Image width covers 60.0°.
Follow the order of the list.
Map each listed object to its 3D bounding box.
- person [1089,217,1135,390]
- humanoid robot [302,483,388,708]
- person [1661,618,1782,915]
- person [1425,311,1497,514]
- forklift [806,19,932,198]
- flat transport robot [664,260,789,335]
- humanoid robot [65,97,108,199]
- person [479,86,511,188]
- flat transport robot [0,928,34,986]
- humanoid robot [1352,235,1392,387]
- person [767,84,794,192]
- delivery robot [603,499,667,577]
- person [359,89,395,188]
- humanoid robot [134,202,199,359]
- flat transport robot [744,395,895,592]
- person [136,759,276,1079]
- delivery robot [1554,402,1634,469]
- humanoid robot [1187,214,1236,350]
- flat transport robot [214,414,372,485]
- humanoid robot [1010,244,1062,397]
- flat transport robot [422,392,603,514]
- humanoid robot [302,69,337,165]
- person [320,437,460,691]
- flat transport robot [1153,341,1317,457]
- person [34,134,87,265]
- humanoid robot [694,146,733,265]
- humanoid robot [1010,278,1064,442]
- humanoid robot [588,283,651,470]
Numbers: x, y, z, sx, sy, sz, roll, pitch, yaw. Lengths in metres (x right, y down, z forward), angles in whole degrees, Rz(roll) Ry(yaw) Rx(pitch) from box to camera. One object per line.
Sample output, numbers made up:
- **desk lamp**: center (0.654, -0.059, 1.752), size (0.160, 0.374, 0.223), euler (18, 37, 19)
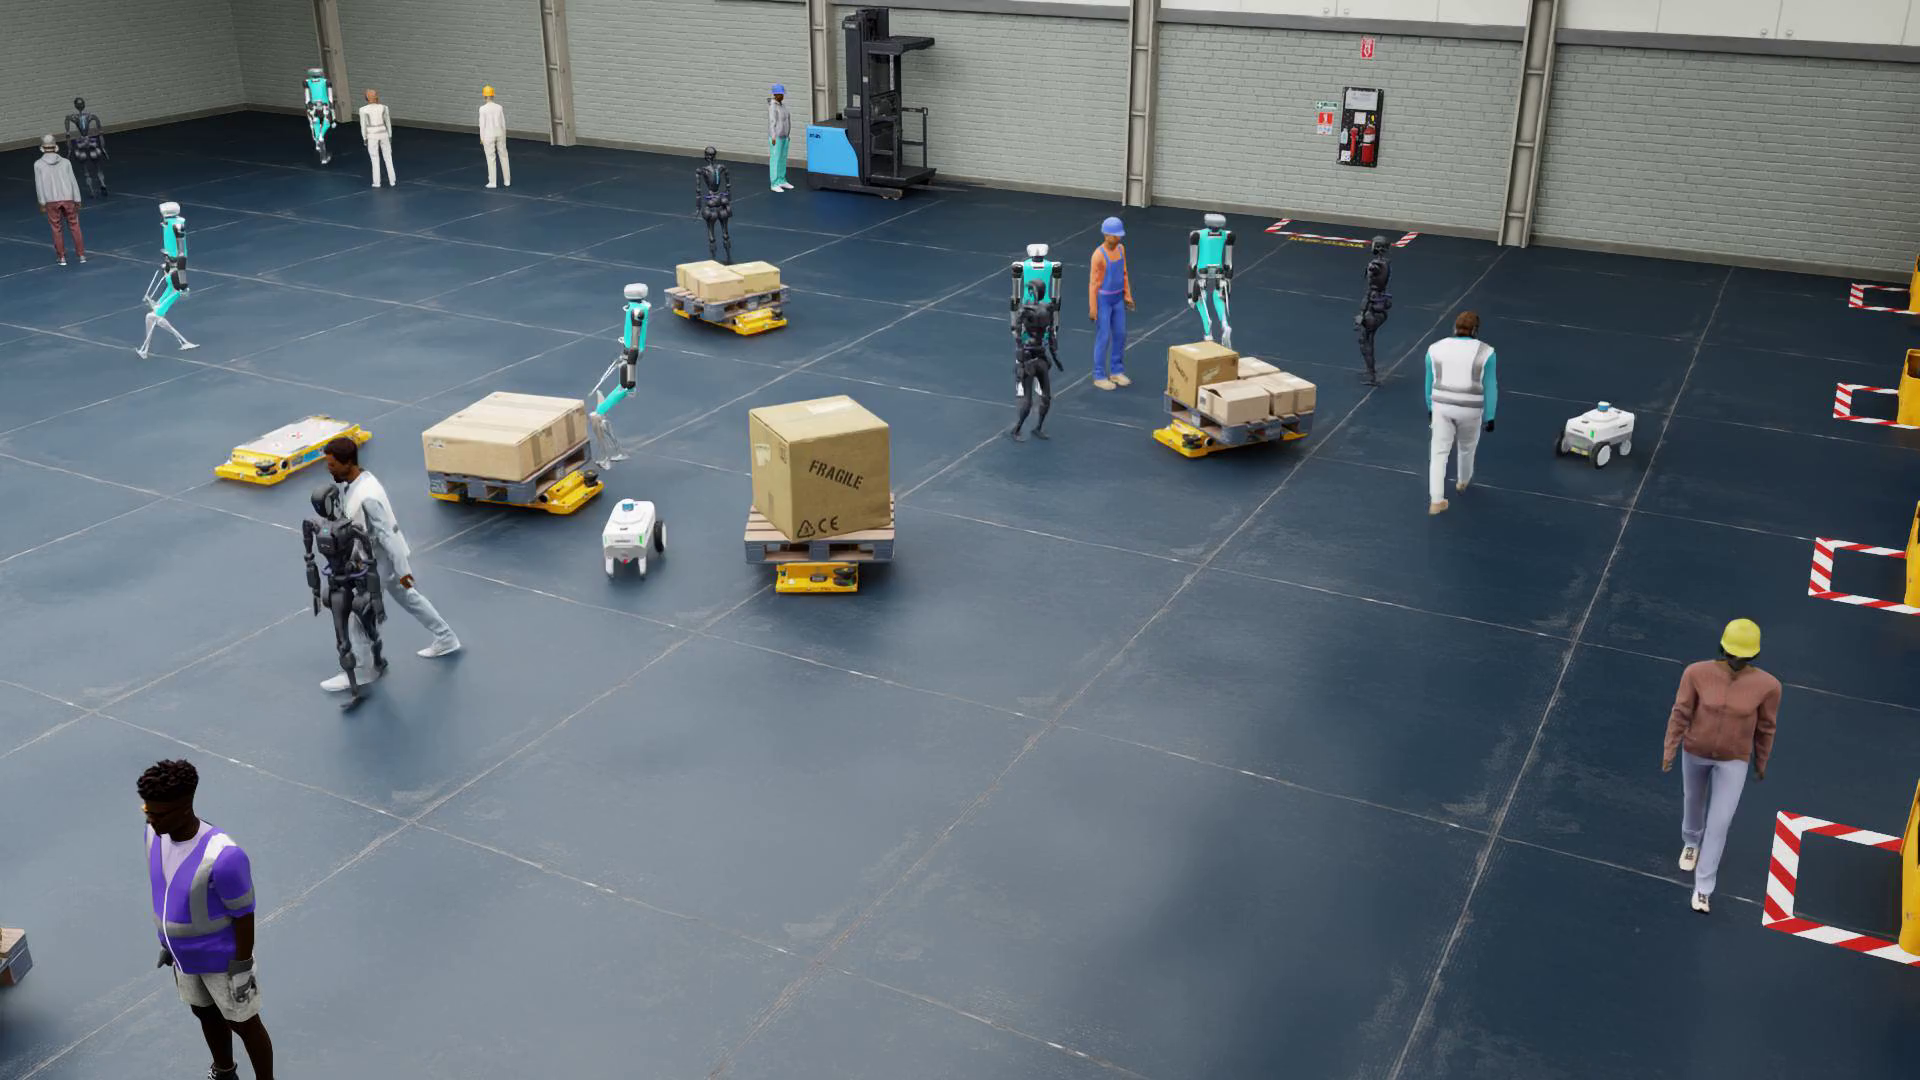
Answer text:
- **person**: center (1.636, -2.589, 18.140), size (0.570, 1.890, 0.457), euler (-20, 31, -39)
- **humanoid robot**: center (-4.276, 0.341, 11.656), size (0.585, 1.623, 0.721), euler (5, 24, 11)
- **person**: center (4.264, 1.248, 9.404), size (0.547, 1.717, 0.875), euler (12, 26, 27)
- **person**: center (4.507, -1.184, 15.009), size (0.675, 1.775, 0.950), euler (10, 25, 23)
- **forklift**: center (-1.573, -7.292, 27.850), size (1.873, 2.768, 1.129), euler (12, 26, 25)
- **flat transport robot**: center (-2.883, -2.839, 20.772), size (1.431, 0.231, 0.659), euler (21, 31, 40)
- **humanoid robot**: center (-14.371, -6.428, 27.358), size (0.612, 1.644, 0.469), euler (-15, 28, -32)
- **person**: center (-7.932, -6.849, 28.298), size (0.465, 1.697, 0.316), euler (-18, 29, -36)
- **flat transport robot**: center (-5.482, 2.485, 8.377), size (0.659, 0.231, 1.431), euler (1, 23, 3)
- **humanoid robot**: center (4.526, -2.507, 18.218), size (0.388, 1.652, 0.605), euler (15, 28, 32)
- **person**: center (-3.050, -6.792, 28.066), size (0.357, 1.776, 0.546), euler (9, 25, 20)
- **delivery robot**: center (-2.759, -0.056, 13.923), size (0.499, 0.589, 0.784), euler (-1, 23, -1)
- **person**: center (-9.930, -6.850, 28.371), size (0.521, 1.638, 0.308), euler (-15, 27, -30)
- **humanoid robot**: center (-9.324, -2.953, 19.239), size (0.897, 1.816, 0.564), euler (-18, 29, -36)
- **flat transport robot**: center (-1.152, 0.076, 13.986), size (0.659, 0.231, 1.431), euler (-1, 23, -1)
- **person**: center (-3.468, 1.876, 7.648), size (0.605, 1.965, 0.368), euler (11, 26, 25)
- **delivery robot**: center (6.238, -1.055, 16.240), size (0.774, 0.581, 0.499), euler (-16, 28, -32)
- **humanoid robot**: center (2.886, -2.686, 18.559), size (0.559, 1.749, 0.994), euler (-4, 24, -10)
- **flat transport robot**: center (-6.496, -0.892, 16.239), size (0.659, 0.231, 1.431), euler (9, 25, 20)
- **humanoid robot**: center (0.777, -2.367, 17.644), size (0.533, 1.677, 0.735), euler (-1, 23, -3)
- **flat transport robot**: center (-4.097, -0.501, 15.329), size (1.431, 0.231, 0.659), euler (7, 24, 15)
- **humanoid robot**: center (-11.503, -7.541, 29.841), size (0.548, 1.722, 1.013), euler (0, 23, 0)
- **person**: center (-4.153, 0.117, 11.898), size (1.025, 1.849, 0.626), euler (-12, 26, -25)
- **flat transport robot**: center (2.750, -1.097, 16.717), size (1.431, 0.231, 0.659), euler (-11, 26, -24)
- **person**: center (-12.640, -4.781, 23.349), size (0.548, 1.806, 0.380), euler (-15, 27, -31)
- **humanoid robot**: center (-3.426, -4.642, 23.167), size (0.599, 1.657, 0.315), euler (-17, 29, -35)
- **humanoid robot**: center (0.766, -1.802, 16.574), size (0.600, 1.656, 0.335), euler (-21, 31, -40)
- **humanoid robot**: center (-3.349, -1.557, 15.949), size (0.861, 1.783, 0.571), euler (-4, 23, -8)
